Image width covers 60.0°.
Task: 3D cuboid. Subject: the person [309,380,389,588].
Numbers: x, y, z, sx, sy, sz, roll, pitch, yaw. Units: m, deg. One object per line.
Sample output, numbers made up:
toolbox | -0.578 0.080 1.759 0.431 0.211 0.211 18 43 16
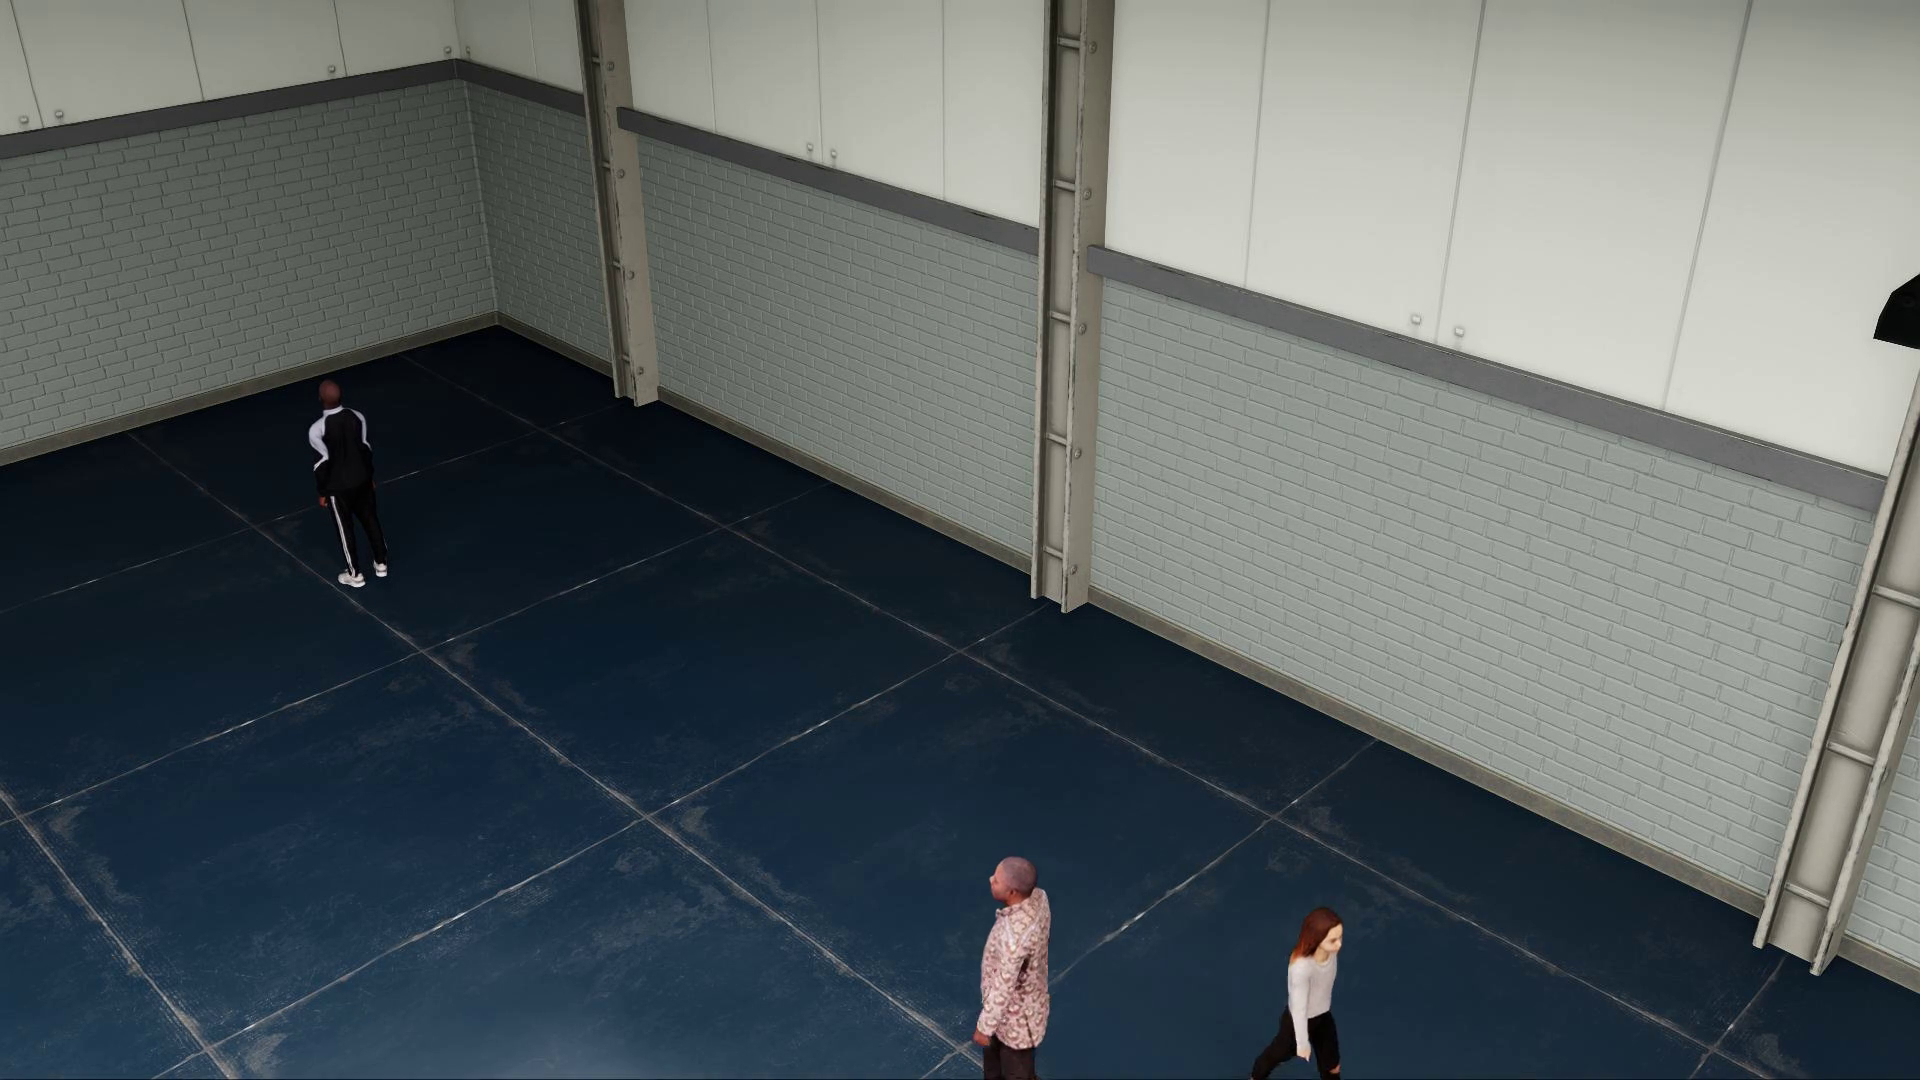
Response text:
person | -5.046 -0.482 13.716 0.526 1.828 0.645 25 37 38

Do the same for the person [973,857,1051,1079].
person | 0.371 2.385 8.385 1.213 1.778 1.048 6 29 11

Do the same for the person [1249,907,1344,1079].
person | 1.720 2.456 8.610 0.980 1.441 0.588 22 35 35
